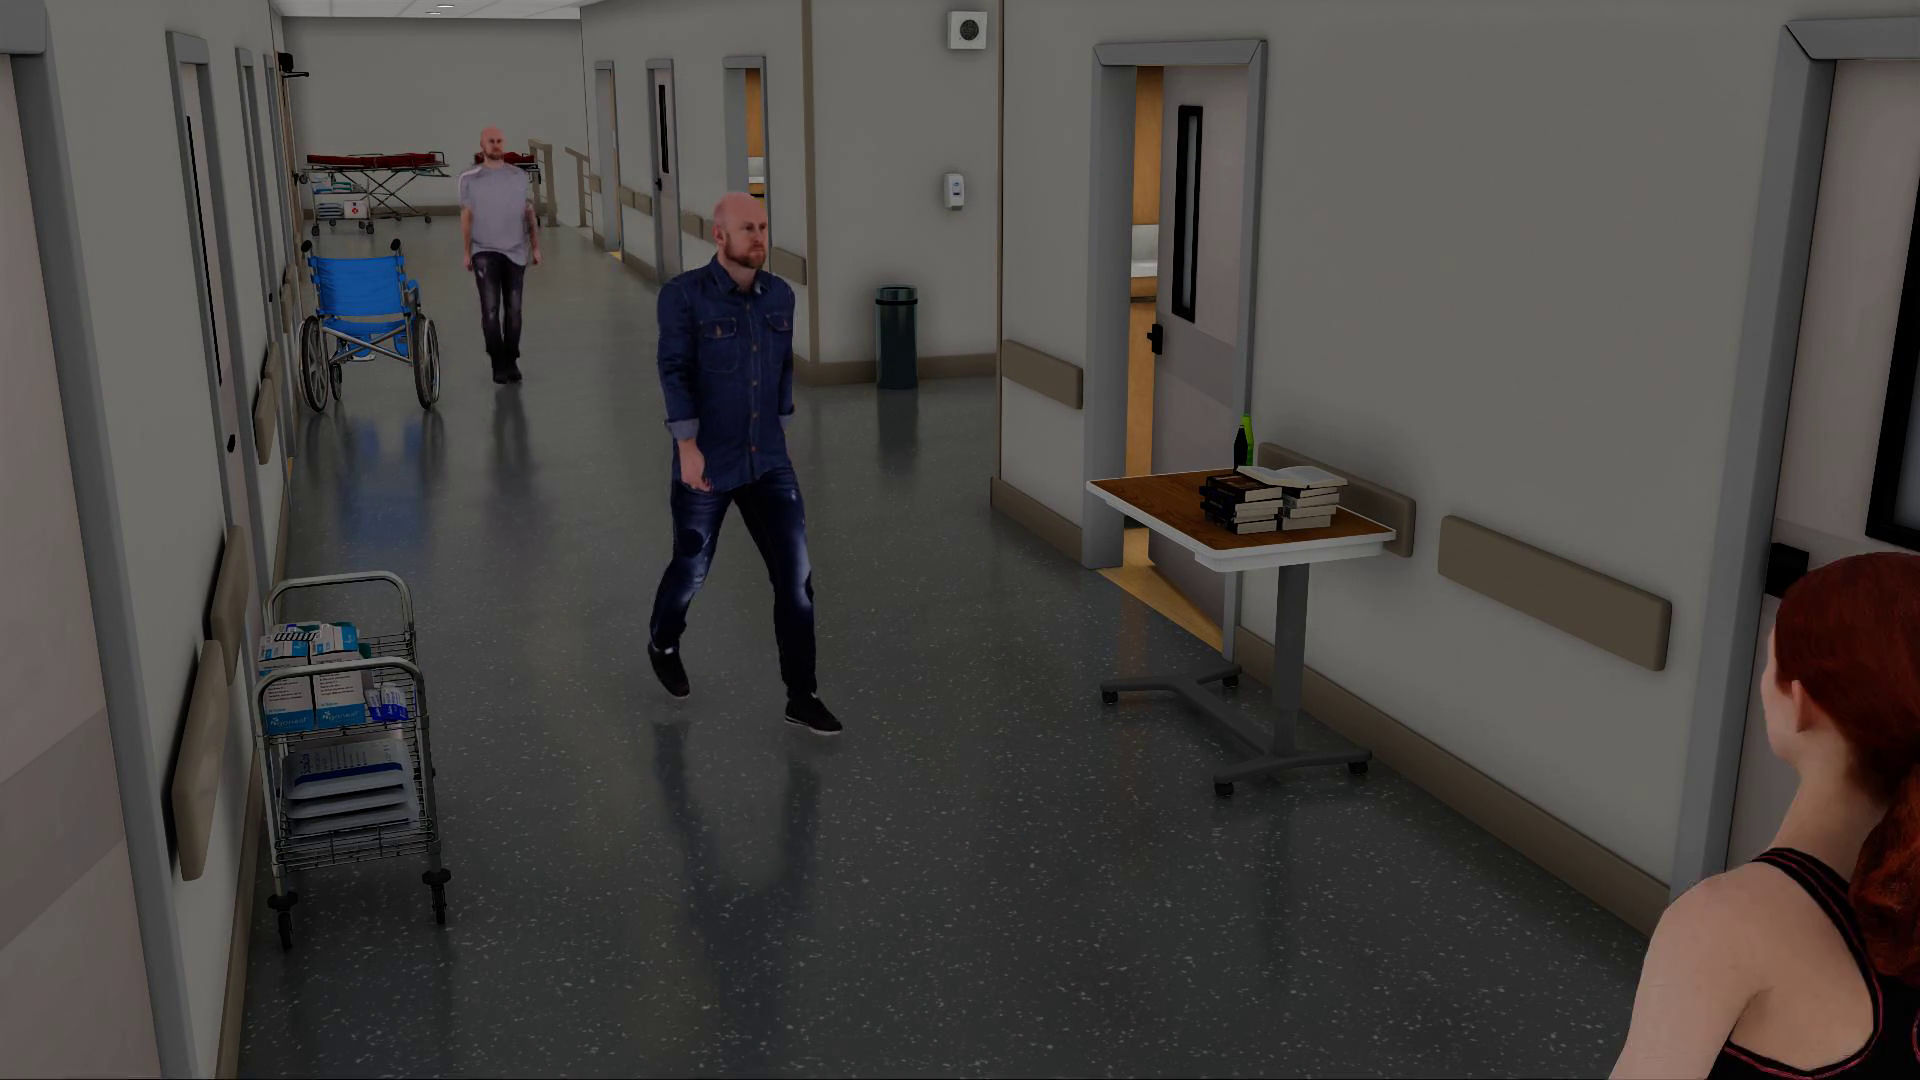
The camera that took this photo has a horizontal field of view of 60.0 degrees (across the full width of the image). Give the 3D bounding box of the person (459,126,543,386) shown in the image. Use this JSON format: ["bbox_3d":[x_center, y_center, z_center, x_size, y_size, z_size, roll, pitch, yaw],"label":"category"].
[{"bbox_3d":[-3.359,-2.071,12.085,0.740,1.817,0.820,-9,18,-28],"label":"person"}]

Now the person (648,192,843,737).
[{"bbox_3d":[-0.829,-0.241,5.654,0.954,1.785,1.267,-12,19,-35],"label":"person"}]
